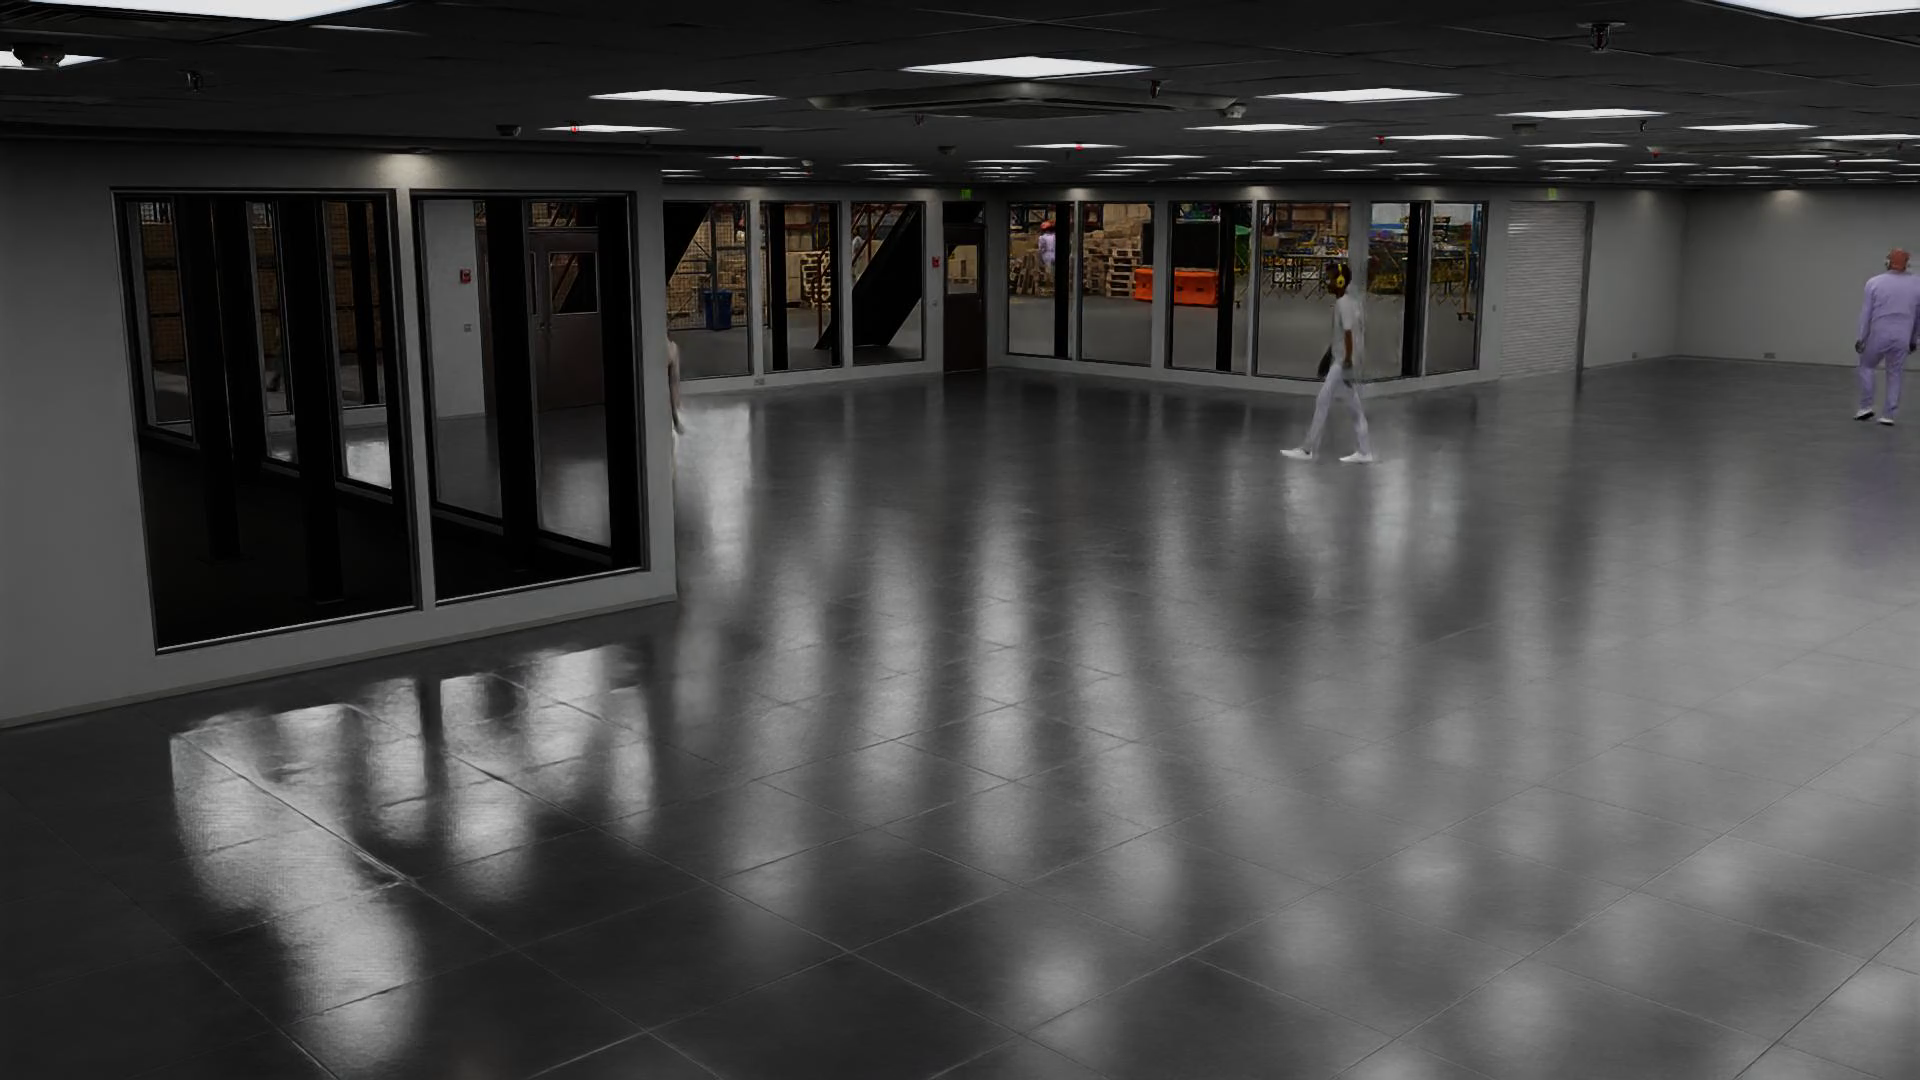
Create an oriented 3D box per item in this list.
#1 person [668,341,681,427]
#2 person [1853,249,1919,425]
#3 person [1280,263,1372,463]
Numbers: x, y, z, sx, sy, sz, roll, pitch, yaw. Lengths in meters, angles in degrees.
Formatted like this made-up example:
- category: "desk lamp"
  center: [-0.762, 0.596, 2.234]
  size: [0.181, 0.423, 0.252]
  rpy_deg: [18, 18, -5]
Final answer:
- category: "person"
  center: [-2.350, -0.975, 12.555]
  size: [0.531, 1.619, 0.405]
  rpy_deg: [-6, 13, -28]
- category: "person"
  center: [10.032, -2.196, 18.004]
  size: [0.688, 1.885, 0.593]
  rpy_deg: [2, 11, 9]
- category: "person"
  center: [3.389, -1.607, 15.231]
  size: [0.918, 1.830, 0.541]
  rpy_deg: [4, 12, 17]
